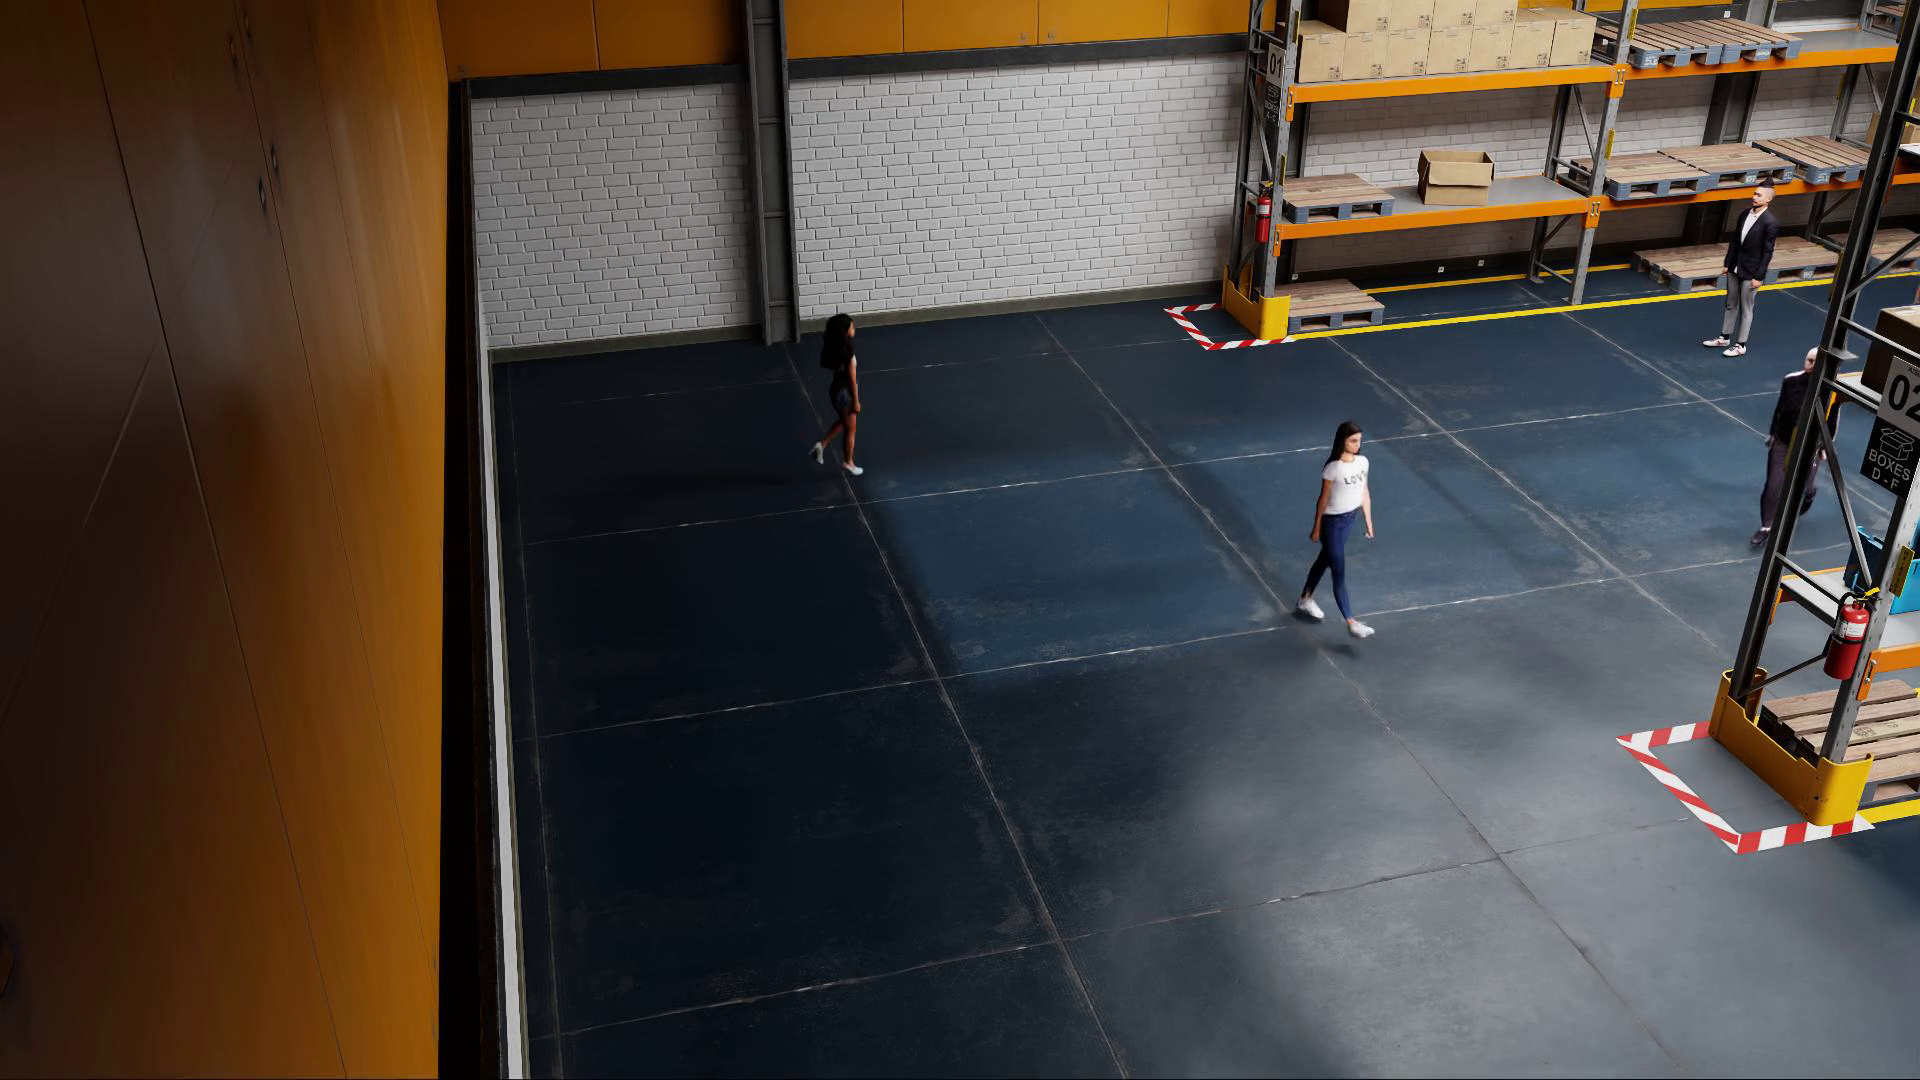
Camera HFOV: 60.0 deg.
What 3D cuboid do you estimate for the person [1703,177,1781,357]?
[{"bbox_3d":[8.535,-2.968,18.018,0.594,1.950,0.721,-9,30,-17],"label":"person"}]

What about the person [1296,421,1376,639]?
[{"bbox_3d":[2.880,-0.135,13.040,1.084,1.743,0.943,-20,34,-32],"label":"person"}]

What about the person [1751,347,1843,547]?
[{"bbox_3d":[7.203,-0.829,14.244,1.037,1.810,1.200,25,37,37],"label":"person"}]

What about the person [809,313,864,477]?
[{"bbox_3d":[-1.135,-1.301,15.312,0.719,1.614,0.569,-8,30,-15],"label":"person"}]
